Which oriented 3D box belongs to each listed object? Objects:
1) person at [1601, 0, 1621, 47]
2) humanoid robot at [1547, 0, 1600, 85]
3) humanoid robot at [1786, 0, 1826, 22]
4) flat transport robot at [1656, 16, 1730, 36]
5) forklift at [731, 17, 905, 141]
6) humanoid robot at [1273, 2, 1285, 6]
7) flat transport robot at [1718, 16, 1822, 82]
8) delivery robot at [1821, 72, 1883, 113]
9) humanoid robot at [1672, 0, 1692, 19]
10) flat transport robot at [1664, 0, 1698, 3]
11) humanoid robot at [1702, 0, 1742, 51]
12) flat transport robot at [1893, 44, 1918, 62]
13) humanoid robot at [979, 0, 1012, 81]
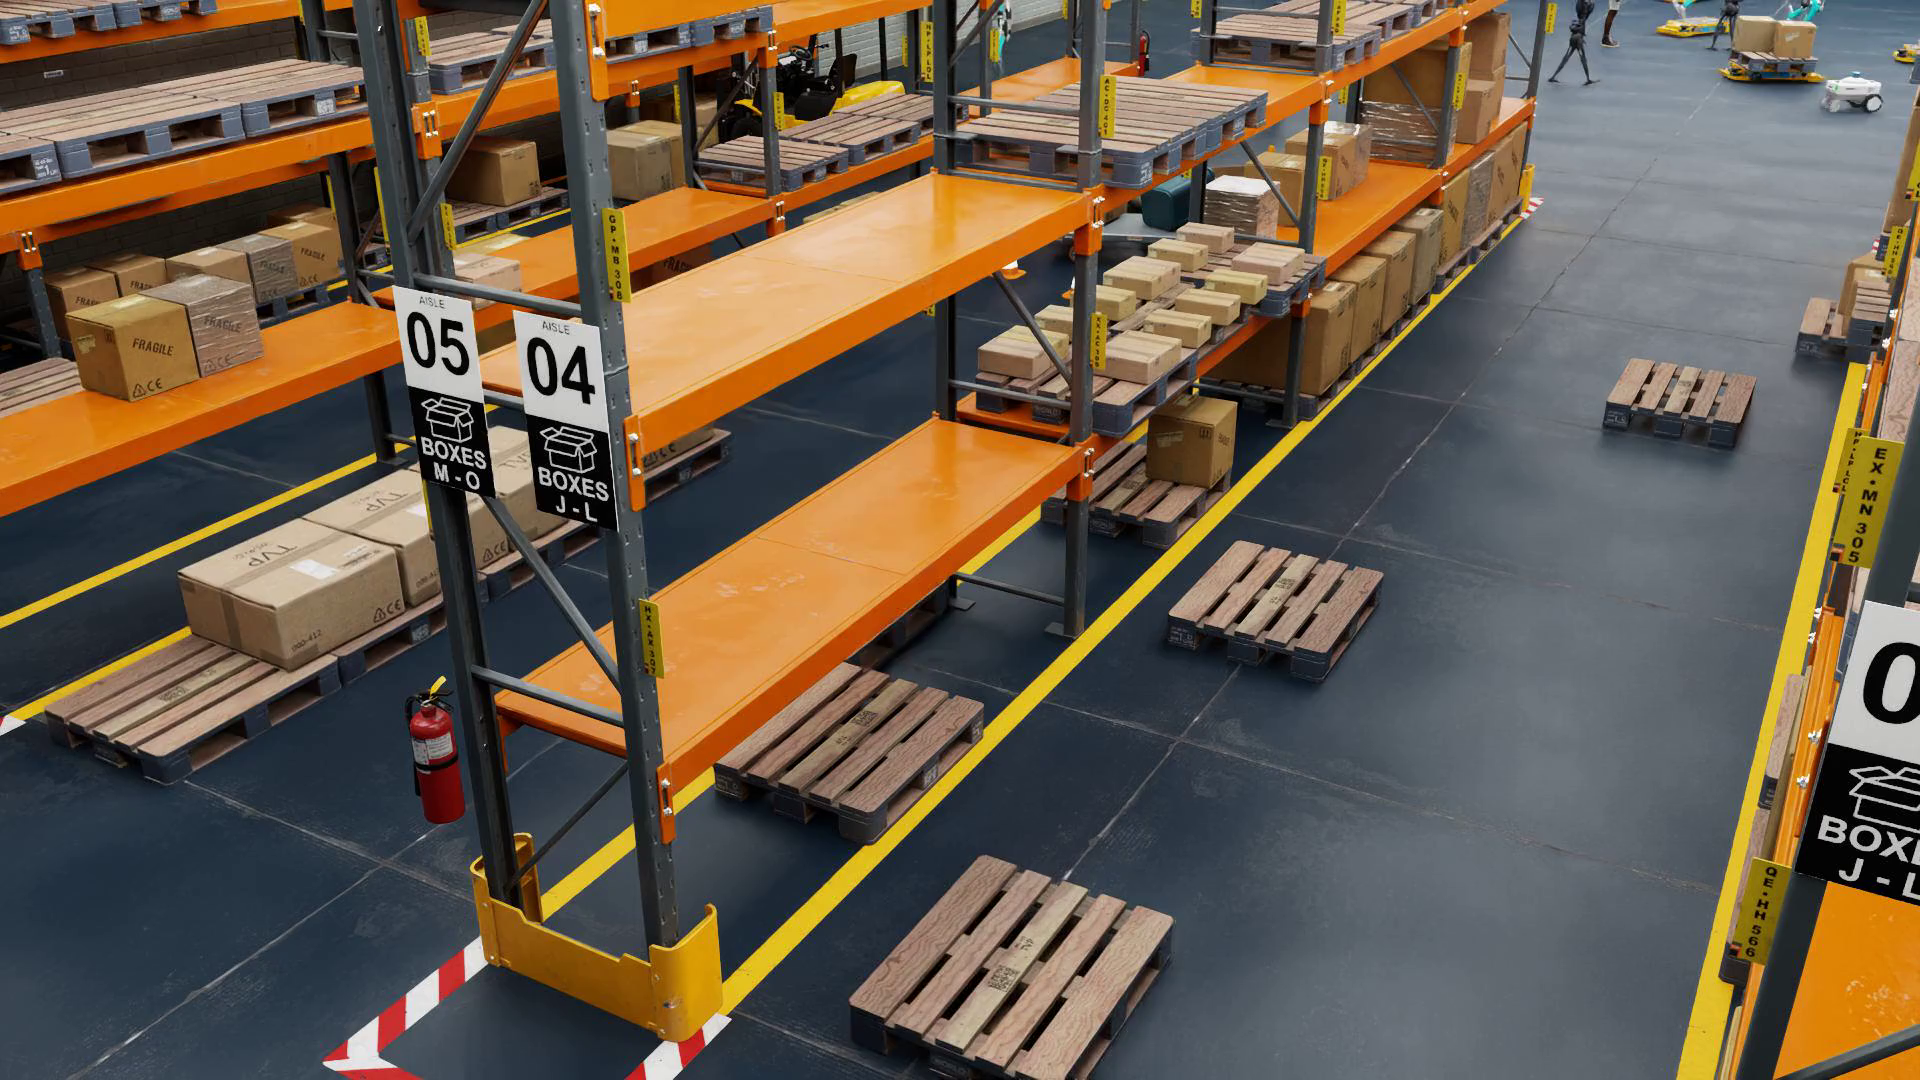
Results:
[{"bbox_3d":[11.886,-9.929,30.019,0.364,1.963,0.610,10,27,19],"label":"person"},{"bbox_3d":[9.970,-8.152,26.719,0.814,1.622,0.601,7,27,14],"label":"humanoid robot"},{"bbox_3d":[14.975,-9.489,29.451,0.547,1.862,0.746,-11,28,-22],"label":"humanoid robot"},{"bbox_3d":[14.012,-9.752,31.606,1.431,0.231,0.659,-13,28,-24],"label":"flat transport robot"},{"bbox_3d":[-1.819,-5.975,21.543,2.313,2.155,1.214,14,29,26],"label":"forklift"},{"bbox_3d":[4.607,-6.964,24.172,0.315,1.657,0.599,-9,27,-18],"label":"humanoid robot"},{"bbox_3d":[13.309,-7.688,27.317,1.431,0.231,0.659,2,26,5],"label":"flat transport robot"},{"bbox_3d":[13.423,-6.717,24.971,0.779,0.597,0.499,0,26,0],"label":"delivery robot"},{"bbox_3d":[13.903,-10.558,31.646,0.720,1.841,0.549,0,26,-1],"label":"humanoid robot"},{"bbox_3d":[15.645,-11.682,35.615,1.431,0.231,0.659,-23,34,-39],"label":"flat transport robot"},{"bbox_3d":[13.699,-9.547,29.584,0.588,1.631,0.616,19,31,33],"label":"humanoid robot"},{"bbox_3d":[16.951,-8.365,28.723,1.431,0.231,0.659,10,27,20],"label":"flat transport robot"},{"bbox_3d":[0.525,-8.033,26.340,0.541,1.768,0.790,5,26,9],"label":"humanoid robot"}]
